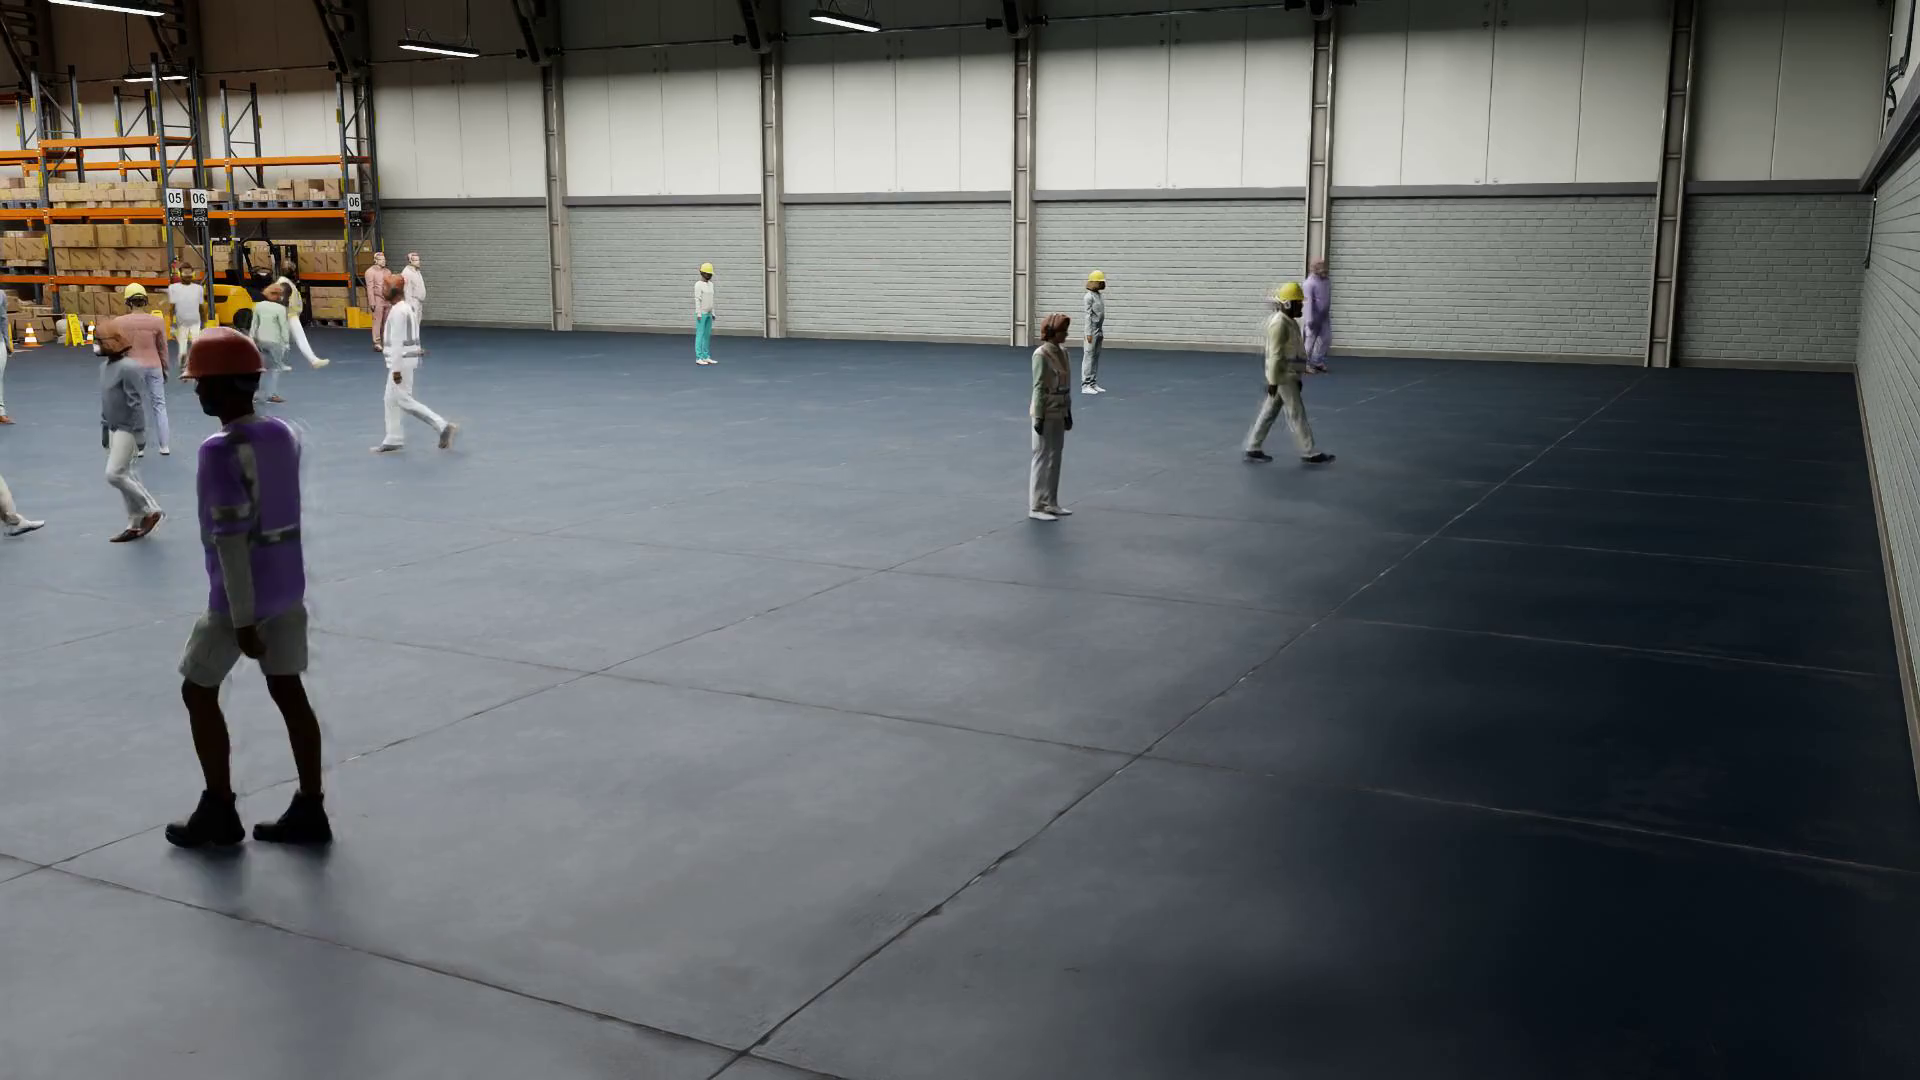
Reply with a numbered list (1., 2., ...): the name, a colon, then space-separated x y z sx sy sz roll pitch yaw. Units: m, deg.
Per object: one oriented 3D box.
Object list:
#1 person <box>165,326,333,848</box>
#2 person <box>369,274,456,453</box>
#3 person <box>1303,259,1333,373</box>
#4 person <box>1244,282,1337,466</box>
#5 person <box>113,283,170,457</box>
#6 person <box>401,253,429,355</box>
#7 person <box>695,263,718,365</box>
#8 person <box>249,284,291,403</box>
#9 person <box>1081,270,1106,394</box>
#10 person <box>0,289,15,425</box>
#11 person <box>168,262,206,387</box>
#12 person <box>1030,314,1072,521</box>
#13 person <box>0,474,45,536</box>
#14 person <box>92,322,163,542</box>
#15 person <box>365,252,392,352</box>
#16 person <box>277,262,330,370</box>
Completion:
1. person: -2.668 0.185 6.084 0.737 1.911 0.554 2 11 13
2. person: -5.671 -1.804 17.093 0.815 1.859 0.584 -3 11 -14
3. person: 5.762 -3.623 26.992 0.657 1.865 0.533 -9 14 -42
4. person: 3.224 -1.617 16.269 0.919 1.783 0.612 4 11 19
5. person: -8.323 -1.724 16.921 0.333 1.761 0.524 9 14 42
6. person: -10.287 -4.458 31.419 0.400 1.910 0.643 0 10 0
7. person: -4.425 -3.942 29.013 0.340 1.760 0.526 5 11 24
8. person: -9.302 -2.638 22.340 0.629 1.596 0.409 3 11 15
9. person: 1.929 -2.956 23.674 0.316 1.742 0.492 5 12 27
10. person: -11.477 -2.303 19.583 0.351 1.936 0.634 5 12 26
11. person: -11.432 -3.178 24.598 0.533 1.853 0.578 -7 12 -33
12. person: 0.717 -0.971 13.170 0.315 1.631 0.517 6 12 28
13. person: -7.094 -0.771 12.098 0.791 1.603 0.541 -8 13 -38
14. person: -6.124 -0.773 12.096 0.527 1.618 0.347 10 14 43
15. person: -11.192 -4.606 32.228 0.407 1.908 0.641 4 11 22
16. person: -11.033 -3.713 27.660 0.932 1.799 0.627 -4 11 -22
